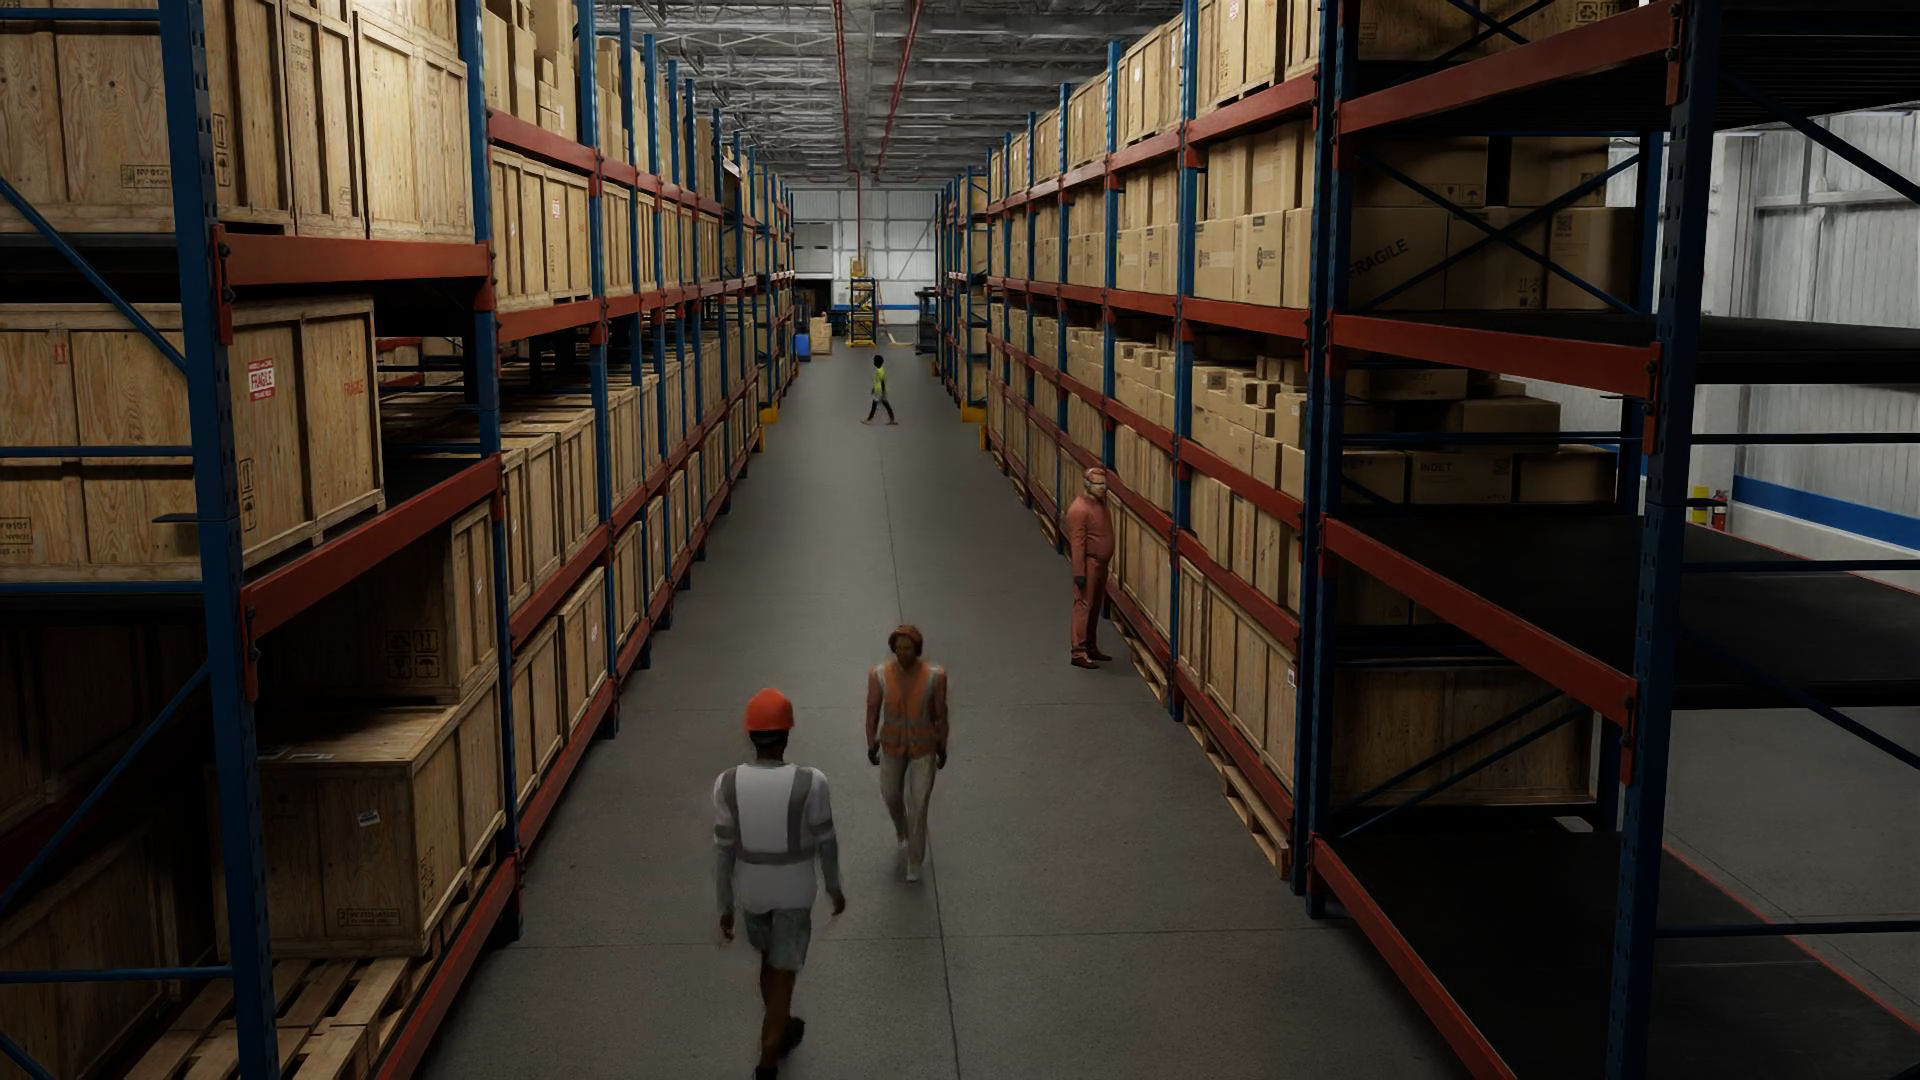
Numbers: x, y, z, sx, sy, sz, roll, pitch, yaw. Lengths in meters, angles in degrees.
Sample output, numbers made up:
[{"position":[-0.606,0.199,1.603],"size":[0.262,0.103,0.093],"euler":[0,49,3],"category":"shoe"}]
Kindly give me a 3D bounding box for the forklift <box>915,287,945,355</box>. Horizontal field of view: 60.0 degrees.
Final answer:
[{"position":[-1.000,-8.978,68.095],"size":[1.129,2.768,1.873],"euler":[3,10,19],"category":"forklift"}]

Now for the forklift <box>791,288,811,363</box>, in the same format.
[{"position":[-6.264,-8.181,63.338],"size":[1.129,2.768,1.873],"euler":[-1,10,-3],"category":"forklift"}]

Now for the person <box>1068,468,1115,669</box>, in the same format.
[{"position":[1.272,0.257,15.844],"size":[0.403,1.903,0.651],"euler":[5,11,26],"category":"person"}]

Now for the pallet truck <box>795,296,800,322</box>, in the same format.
[{"position":[-8.622,-12.439,91.403],"size":[1.885,1.965,0.823],"euler":[2,10,13],"category":"pallet truck"}]

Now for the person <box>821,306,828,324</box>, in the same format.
[{"position":[-6.626,-10.576,81.197],"size":[0.322,1.690,0.533],"euler":[-3,10,-17],"category":"person"}]

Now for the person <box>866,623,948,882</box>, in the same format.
[{"position":[-0.325,1.293,10.525],"size":[0.521,1.618,0.617],"euler":[1,10,6],"category":"person"}]

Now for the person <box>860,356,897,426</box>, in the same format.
[{"position":[-1.896,-3.514,39.124],"size":[0.888,1.649,0.536],"euler":[-1,10,-5],"category":"person"}]

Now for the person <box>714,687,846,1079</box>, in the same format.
[{"position":[-0.867,1.637,7.683],"size":[0.561,1.897,0.984],"euler":[2,10,14],"category":"person"}]
